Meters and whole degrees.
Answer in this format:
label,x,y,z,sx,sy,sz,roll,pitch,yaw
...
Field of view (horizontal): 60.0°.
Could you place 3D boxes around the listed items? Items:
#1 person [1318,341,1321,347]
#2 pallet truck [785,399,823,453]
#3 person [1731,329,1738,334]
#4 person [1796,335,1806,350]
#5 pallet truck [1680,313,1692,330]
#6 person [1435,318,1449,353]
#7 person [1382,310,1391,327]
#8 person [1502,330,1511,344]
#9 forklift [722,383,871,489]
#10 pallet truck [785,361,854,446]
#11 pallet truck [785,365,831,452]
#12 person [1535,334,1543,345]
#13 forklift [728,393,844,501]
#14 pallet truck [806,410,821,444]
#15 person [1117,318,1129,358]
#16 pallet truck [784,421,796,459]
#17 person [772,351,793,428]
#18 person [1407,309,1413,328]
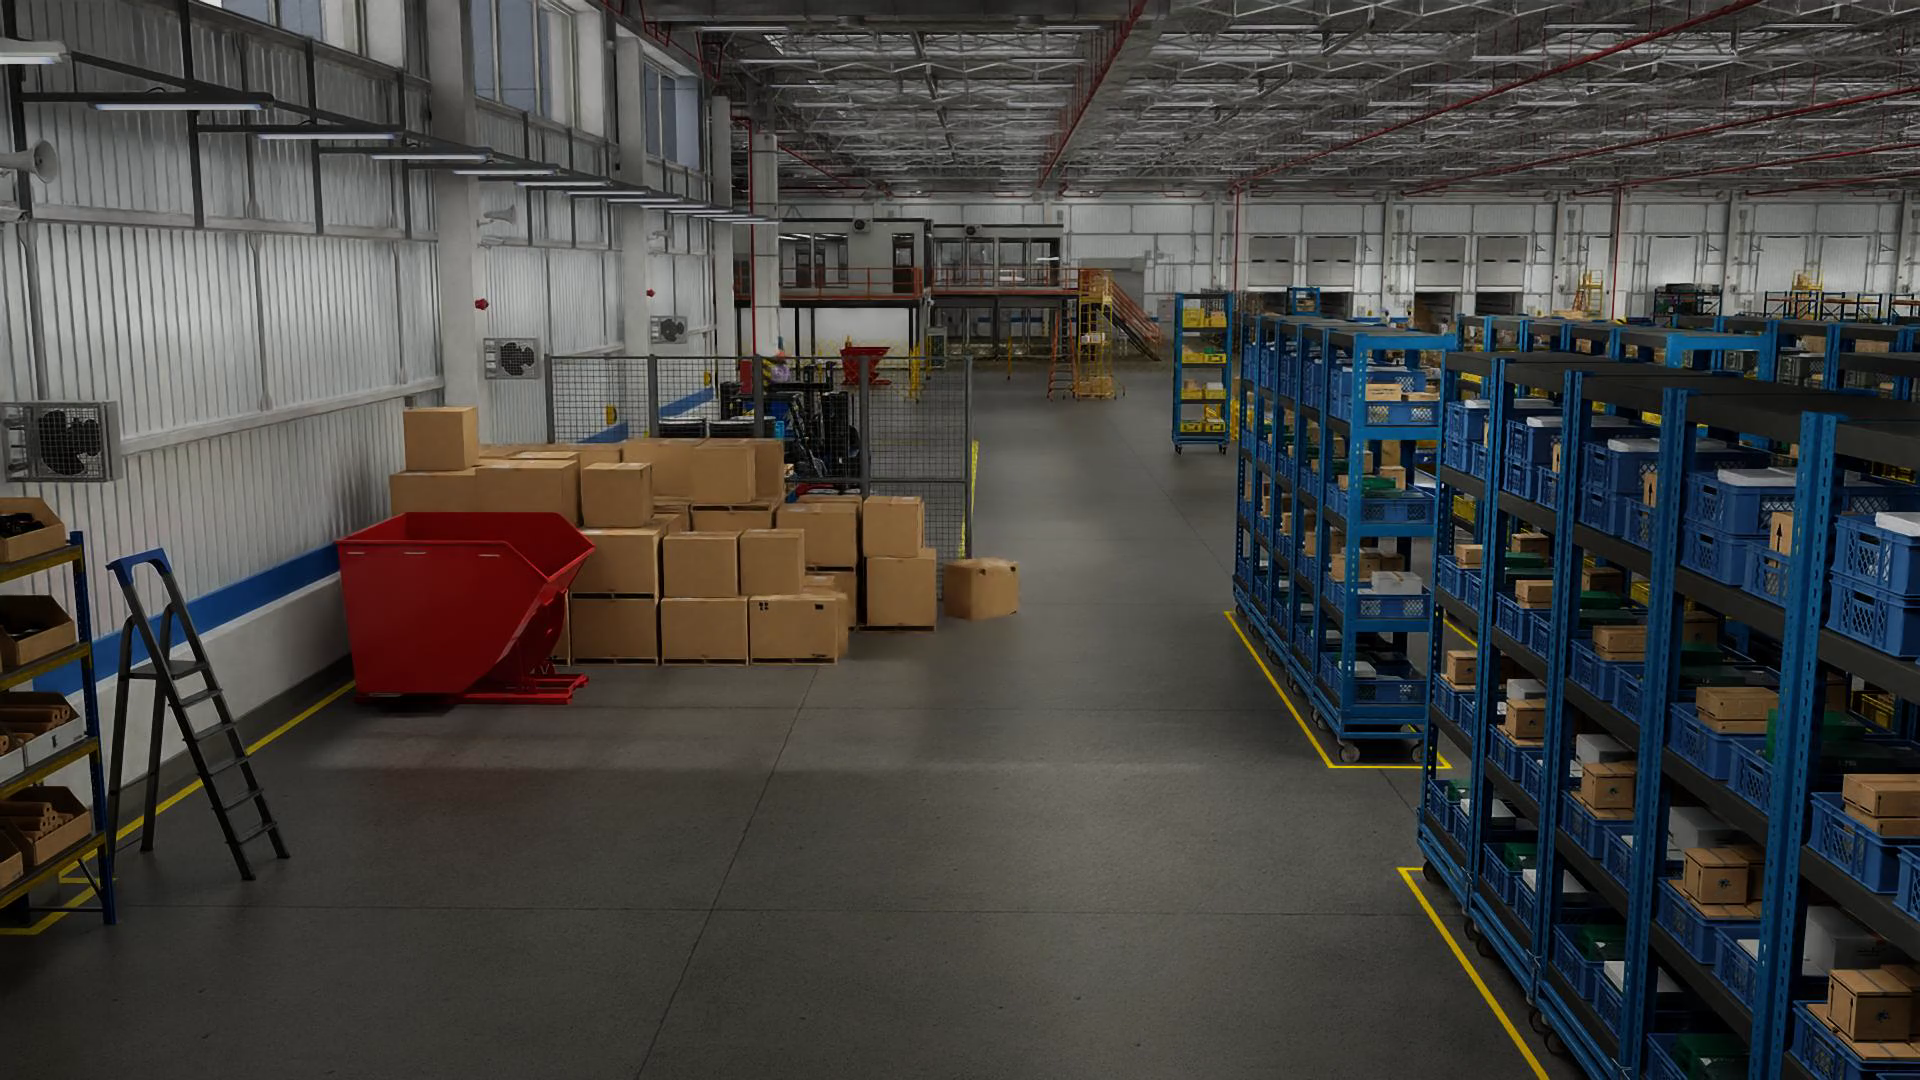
label,x,y,z,sx,sy,sz,roll,pitch,yaw
person,14.283,-7.385,65.069,0.540,1.929,0.390,-1,9,-4
pallet truck,-3.814,-2.432,36.419,1.630,1.274,0.653,0,9,1
person,32.664,-8.200,70.259,1.026,1.864,0.614,3,10,16
person,30.732,-6.681,60.906,0.332,1.863,0.516,-1,9,-9
pallet truck,36.315,-10.531,84.244,0.823,1.965,1.885,-6,11,-33
person,22.691,-9.468,78.024,1.000,1.895,0.642,0,9,-1
person,23.801,-11.875,92.863,0.992,1.901,0.616,6,11,34
person,26.939,-10.084,82.006,0.647,1.824,0.444,-8,12,-41
forklift,-2.893,-1.687,28.729,2.680,1.987,1.157,0,9,-1
pallet truck,-3.410,-3.193,38.978,1.885,1.965,0.823,0,9,-1
pallet truck,-3.774,-2.976,37.635,1.885,1.965,0.823,1,9,5
person,22.734,-7.362,65.173,0.664,1.846,0.514,4,10,25
forklift,-2.979,-1.316,26.476,2.680,1.987,1.157,0,9,1
pallet truck,-3.559,-2.018,33.905,1.522,1.261,0.704,0,9,-1
person,7.663,-9.469,78.041,0.584,1.882,0.348,3,10,19
pallet truck,-4.013,-1.793,32.705,1.601,1.201,0.680,0,9,1
person,-4.591,-3.896,43.202,0.672,2.027,0.667,8,12,39
person,25.593,-12.175,94.635,0.398,1.919,0.587,5,11,30
